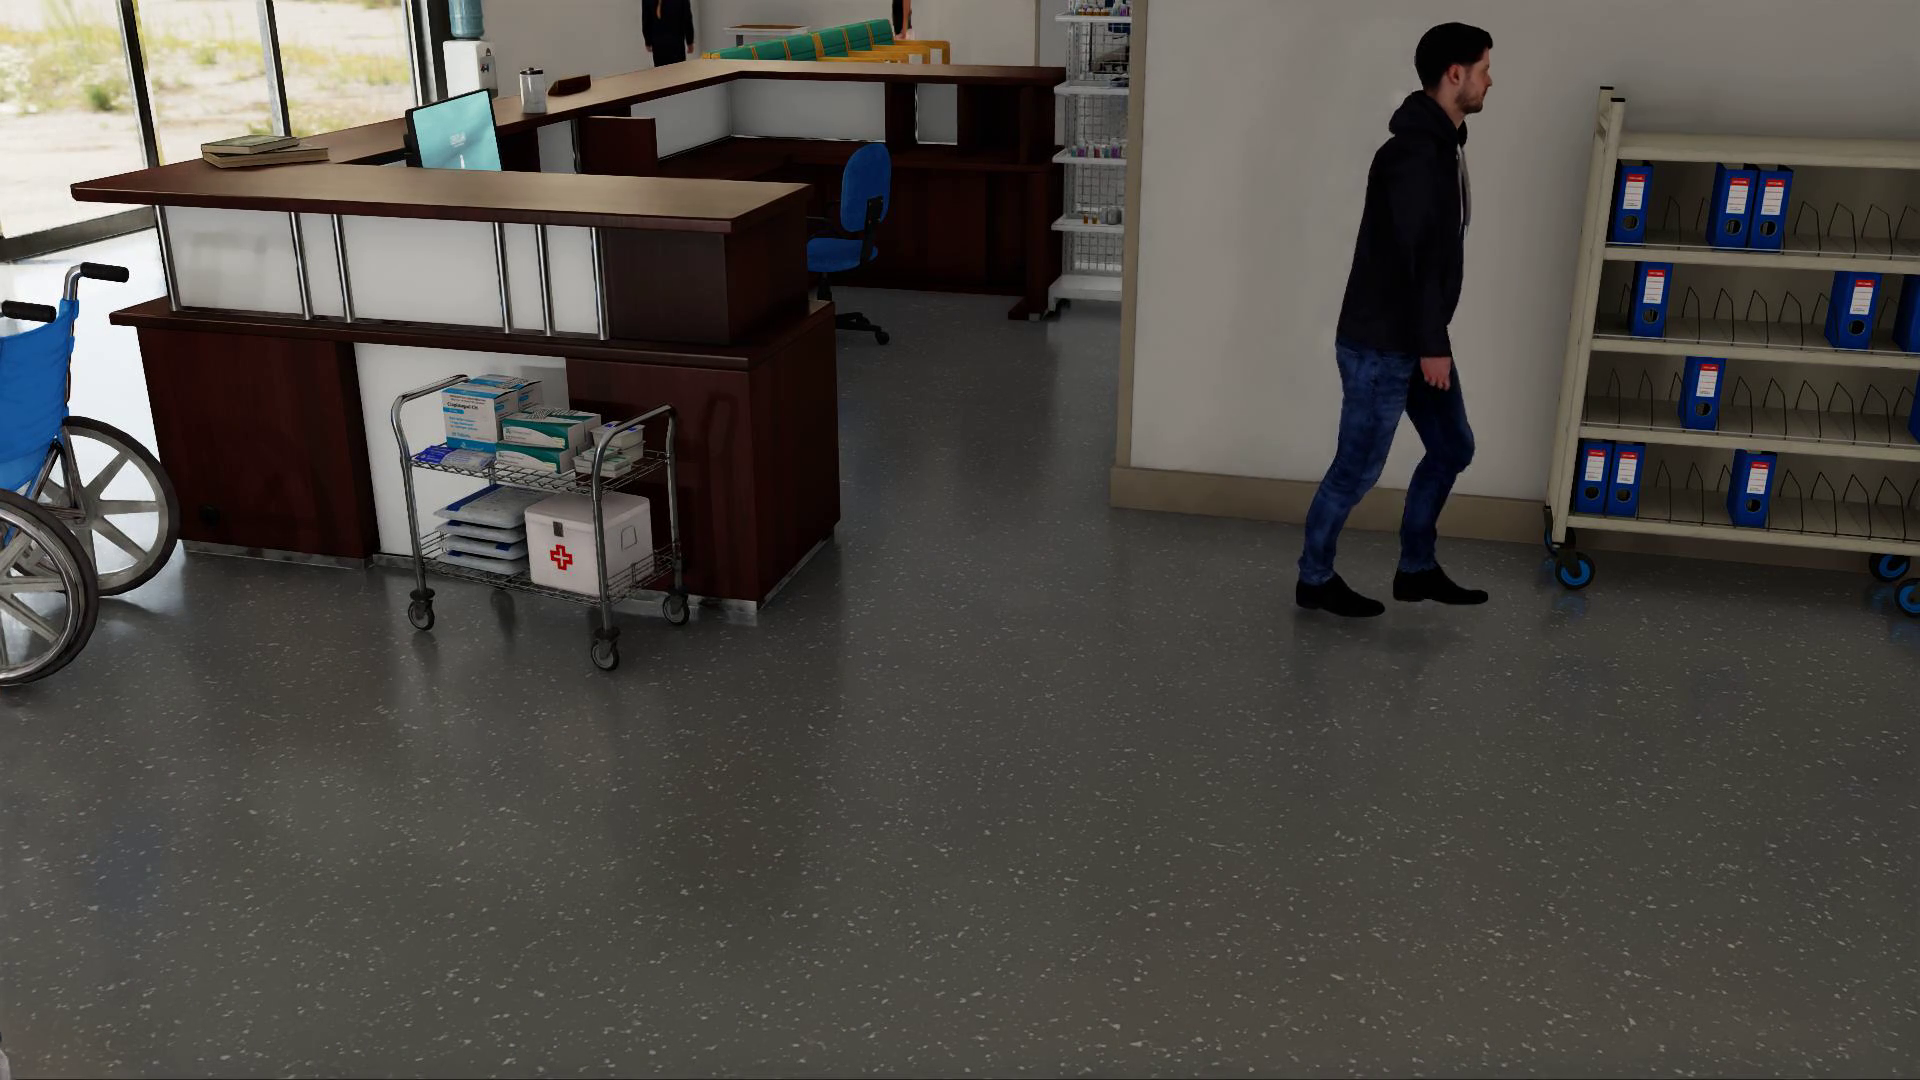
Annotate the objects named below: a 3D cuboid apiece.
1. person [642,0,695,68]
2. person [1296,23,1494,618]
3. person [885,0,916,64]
[{"bbox_3d":[-3.065,-5.186,17.489,0.659,1.671,0.817,0,21,0],"label":"person"},{"bbox_3d":[1.265,-0.636,5.209,0.889,1.860,0.770,11,23,26],"label":"person"},{"bbox_3d":[-0.609,-5.937,19.637,0.715,1.554,0.663,-6,21,-15],"label":"person"}]
